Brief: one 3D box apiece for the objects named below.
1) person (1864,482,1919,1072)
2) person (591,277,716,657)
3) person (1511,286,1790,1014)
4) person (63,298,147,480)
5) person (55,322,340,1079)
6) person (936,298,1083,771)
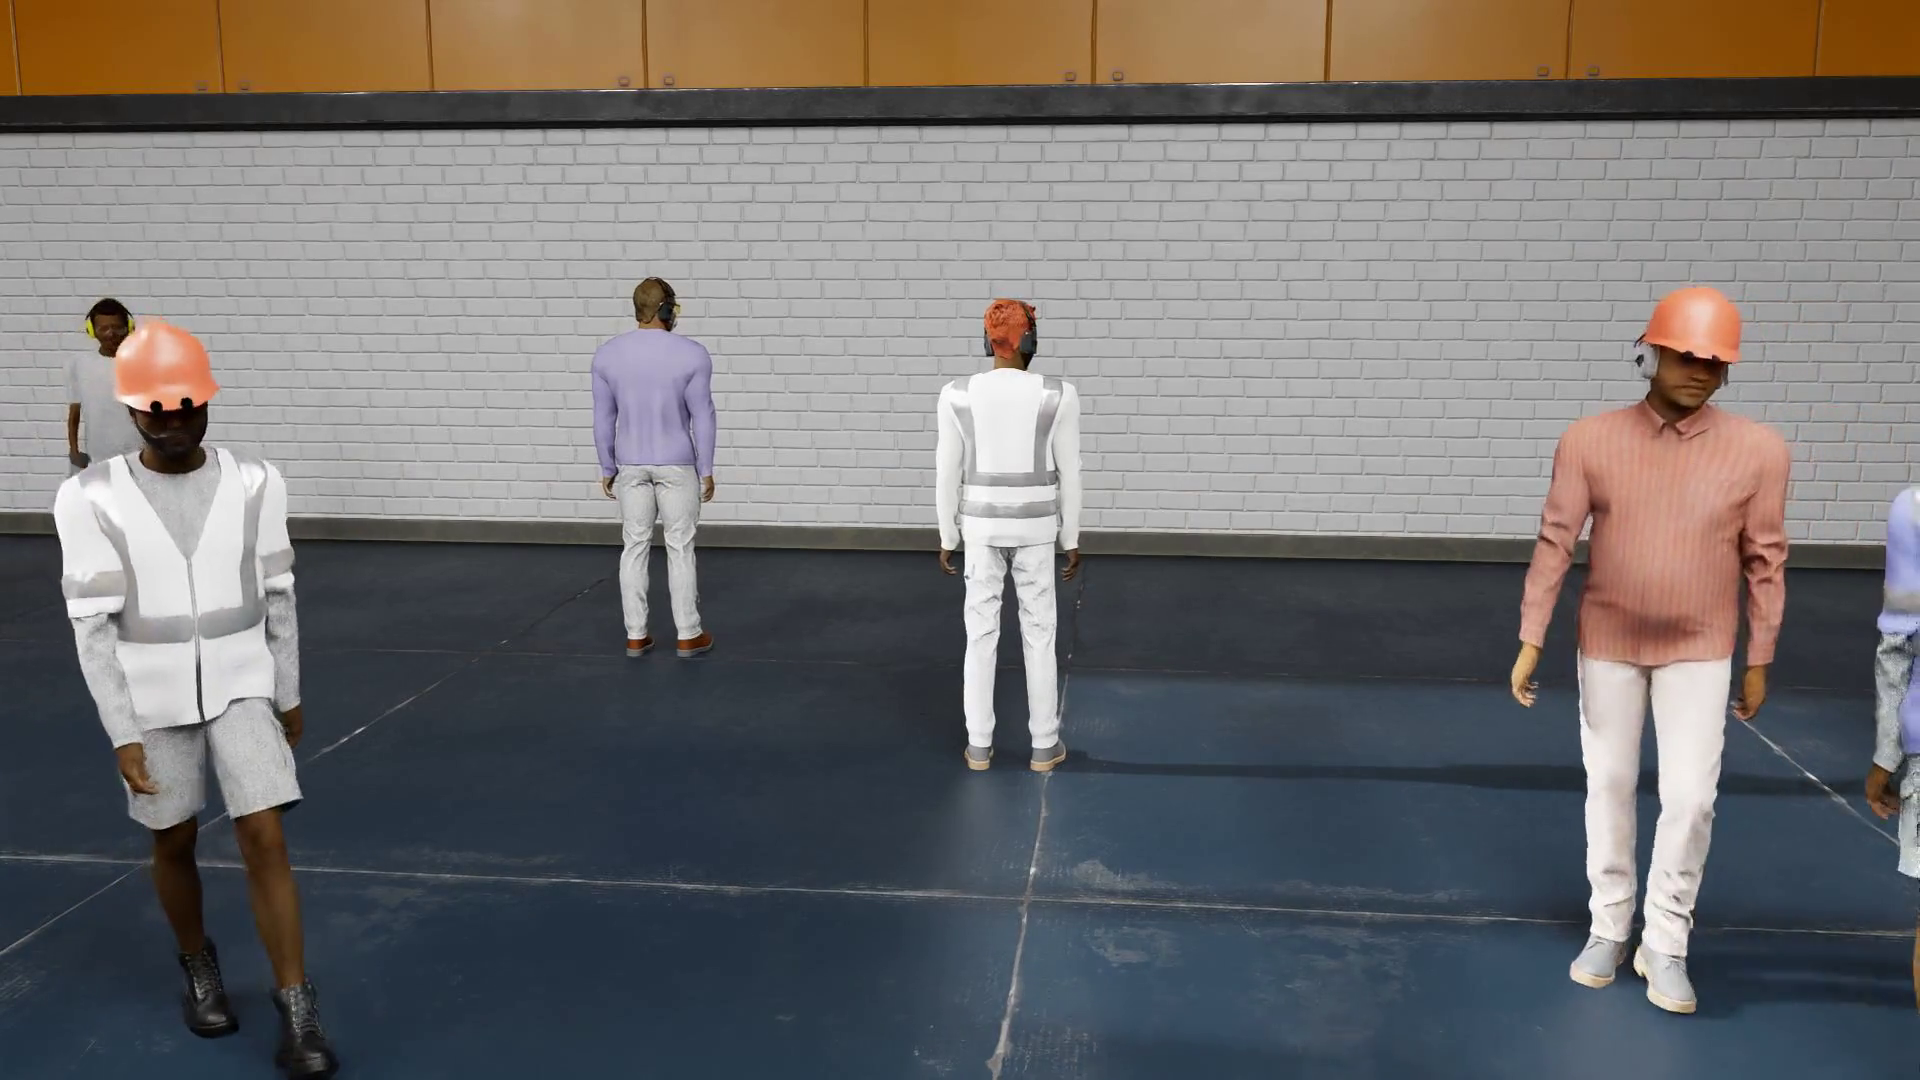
[{"bbox_3d":[2.439,0.456,3.869,0.555,1.920,0.688,8,13,38],"label":"person"},{"bbox_3d":[-1.548,-0.362,8.484,0.630,1.935,0.366,1,10,8],"label":"person"},{"bbox_3d":[1.876,0.303,4.578,0.677,1.977,0.525,5,11,28],"label":"person"},{"bbox_3d":[-4.849,-0.489,9.571,0.528,1.820,0.876,-5,11,-25],"label":"person"},{"bbox_3d":[-1.883,0.419,4.125,0.549,1.889,0.931,-6,12,-33],"label":"person"},{"bbox_3d":[0.196,-0.011,6.627,0.577,1.882,0.349,1,10,8],"label":"person"}]
